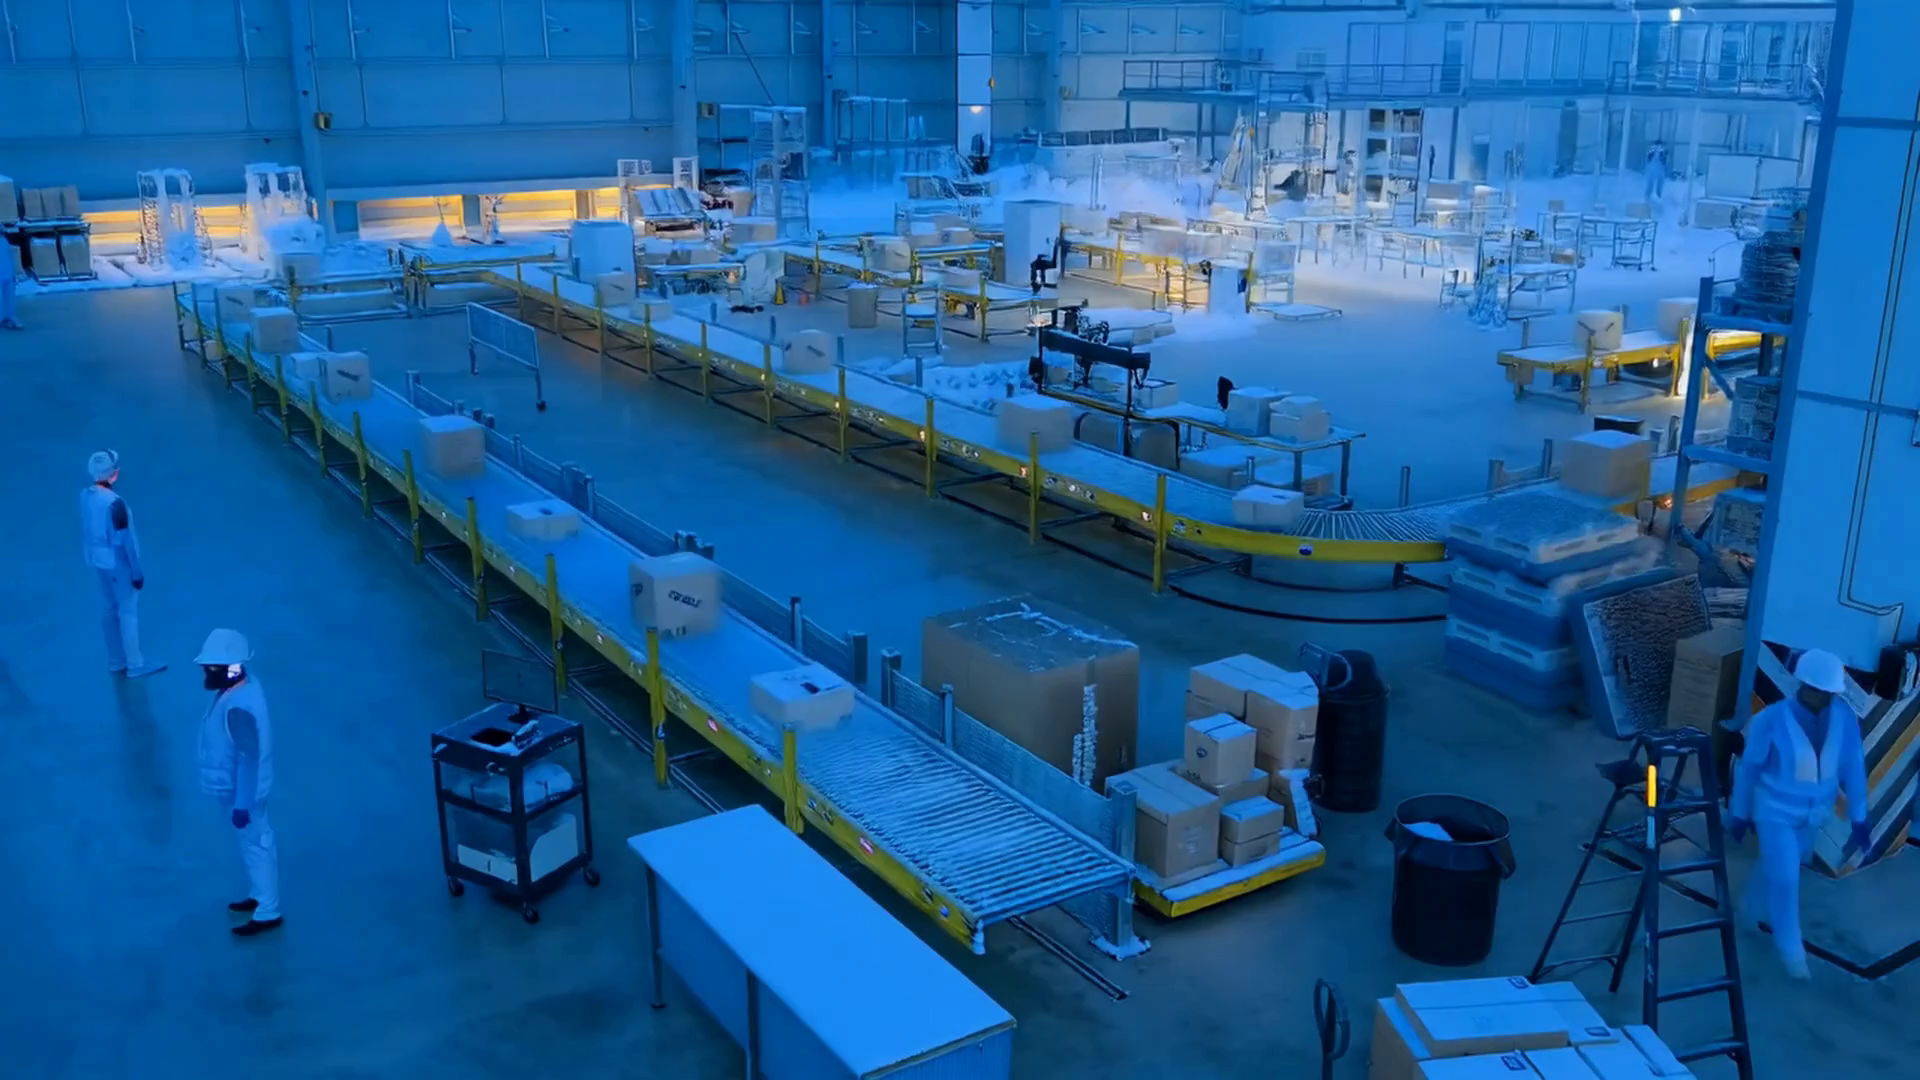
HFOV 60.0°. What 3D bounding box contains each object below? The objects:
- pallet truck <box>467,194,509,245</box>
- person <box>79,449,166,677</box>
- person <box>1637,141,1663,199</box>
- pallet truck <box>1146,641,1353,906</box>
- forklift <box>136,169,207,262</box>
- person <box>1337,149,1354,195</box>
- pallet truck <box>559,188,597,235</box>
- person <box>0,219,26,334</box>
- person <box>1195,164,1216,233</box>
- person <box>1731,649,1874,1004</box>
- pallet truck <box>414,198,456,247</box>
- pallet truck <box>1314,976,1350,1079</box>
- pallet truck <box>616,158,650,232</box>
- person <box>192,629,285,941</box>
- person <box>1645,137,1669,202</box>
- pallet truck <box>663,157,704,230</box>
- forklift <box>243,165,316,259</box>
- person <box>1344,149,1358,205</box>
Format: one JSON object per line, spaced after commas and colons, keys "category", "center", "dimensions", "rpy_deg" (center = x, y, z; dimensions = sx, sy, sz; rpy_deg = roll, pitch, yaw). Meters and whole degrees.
{"category": "pallet truck", "center": [-11.983, -8.177, 42.137], "dimensions": [0.704, 1.261, 1.522], "rpy_deg": [-11, 20, -33]}
{"category": "person", "center": [-6.771, 0.194, 13.325], "dimensions": [0.569, 1.847, 0.377], "rpy_deg": [11, 20, 33]}
{"category": "person", "center": [22.302, -11.951, 53.649], "dimensions": [0.557, 1.902, 0.593], "rpy_deg": [7, 18, 23]}
{"category": "pallet truck", "center": [1.664, 1.407, 10.232], "dimensions": [1.630, 1.274, 0.653], "rpy_deg": [-10, 20, -31]}
{"category": "forklift", "center": [-17.842, -7.318, 37.559], "dimensions": [1.157, 1.987, 2.680], "rpy_deg": [-10, 20, -31]}
{"category": "person", "center": [11.478, -10.746, 49.713], "dimensions": [0.575, 1.862, 0.728], "rpy_deg": [-10, 19, -30]}
{"category": "pallet truck", "center": [-10.010, -8.652, 43.699], "dimensions": [0.653, 1.274, 1.630], "rpy_deg": [-10, 20, -31]}
{"category": "person", "center": [-16.716, -4.627, 29.119], "dimensions": [0.396, 1.993, 0.618], "rpy_deg": [-2, 17, -8]}
{"category": "person", "center": [6.535, -9.109, 44.314], "dimensions": [0.528, 1.842, 0.876], "rpy_deg": [-5, 17, -16]}
{"category": "person", "center": [4.532, 1.483, 8.951], "dimensions": [0.622, 1.890, 1.016], "rpy_deg": [-3, 17, -11]}
{"category": "pallet truck", "center": [-13.250, -8.060, 41.856], "dimensions": [0.680, 1.201, 1.601], "rpy_deg": [-10, 20, -31]}
{"category": "pallet truck", "center": [2.299, 2.390, 7.086], "dimensions": [1.601, 1.201, 0.680], "rpy_deg": [-2, 17, -7]}
{"category": "pallet truck", "center": [-8.918, -9.176, 44.255], "dimensions": [0.823, 1.965, 1.885], "rpy_deg": [-9, 19, -27]}
{"category": "person", "center": [-4.086, 1.369, 9.444], "dimensions": [0.404, 1.834, 0.590], "rpy_deg": [-7, 18, -23]}
{"category": "person", "center": [22.147, -11.791, 52.882], "dimensions": [0.683, 2.000, 0.538], "rpy_deg": [8, 19, 25]}
{"category": "pallet truck", "center": [-7.586, -9.308, 44.692], "dimensions": [0.823, 1.965, 1.885], "rpy_deg": [-11, 20, -33]}
{"category": "forklift", "center": [-15.898, -7.669, 38.708], "dimensions": [1.157, 1.987, 2.680], "rpy_deg": [-11, 20, -33]}
{"category": "person", "center": [11.963, -11.102, 51.078], "dimensions": [0.523, 1.759, 0.342], "rpy_deg": [9, 19, 28]}
